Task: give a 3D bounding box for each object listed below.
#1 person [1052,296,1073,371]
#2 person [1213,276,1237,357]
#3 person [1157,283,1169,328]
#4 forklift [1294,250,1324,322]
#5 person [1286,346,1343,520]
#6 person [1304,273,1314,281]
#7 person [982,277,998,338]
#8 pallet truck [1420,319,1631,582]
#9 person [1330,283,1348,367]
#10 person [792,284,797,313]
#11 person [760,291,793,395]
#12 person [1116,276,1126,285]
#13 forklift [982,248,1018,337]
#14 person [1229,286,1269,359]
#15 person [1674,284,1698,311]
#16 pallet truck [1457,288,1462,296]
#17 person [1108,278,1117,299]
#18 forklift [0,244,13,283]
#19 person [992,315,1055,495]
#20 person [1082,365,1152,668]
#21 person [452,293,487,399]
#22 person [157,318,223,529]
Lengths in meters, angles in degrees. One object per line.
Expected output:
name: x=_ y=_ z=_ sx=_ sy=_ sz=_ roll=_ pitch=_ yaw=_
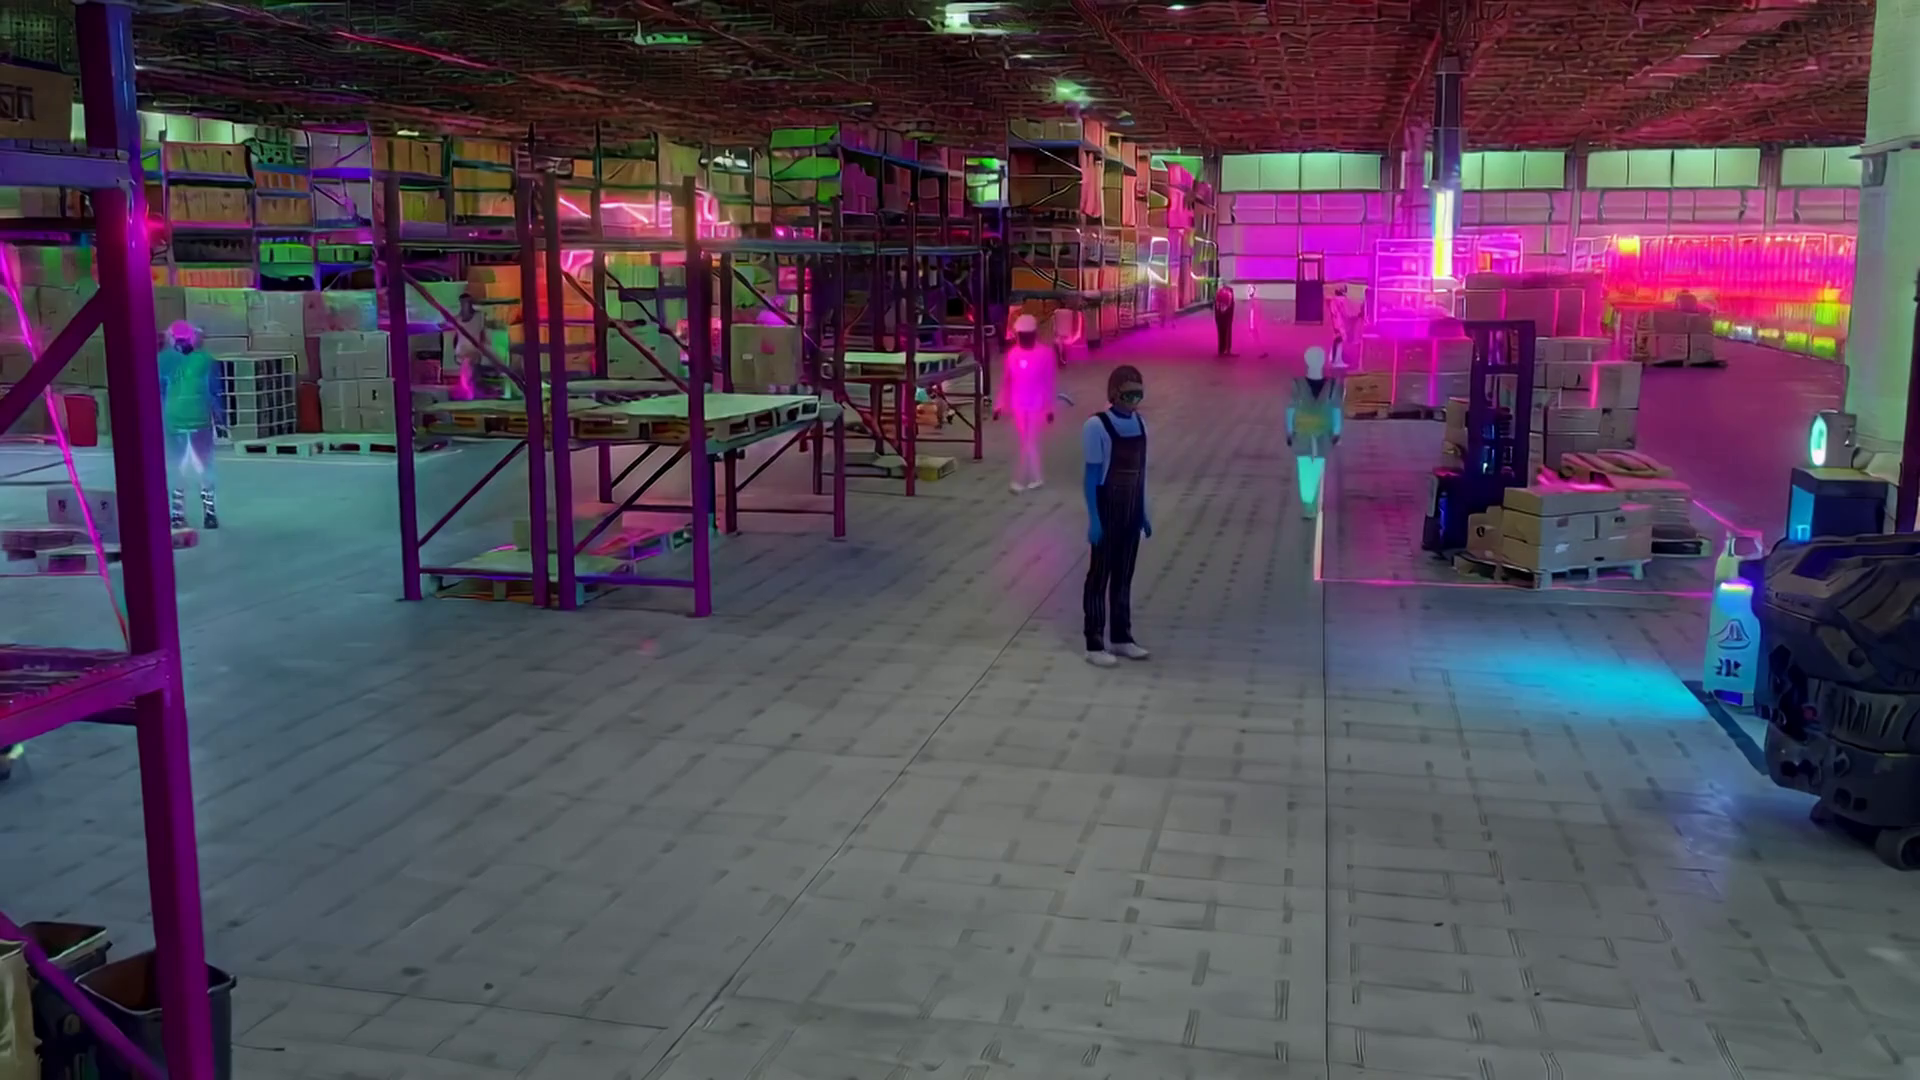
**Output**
person: x=2.284 y=-4.539 z=36.633 sx=0.540 sy=1.682 sz=0.540 roll=-4 pitch=10 yaw=-24
person: x=6.702 y=-5.694 z=42.408 sx=0.538 sy=2.000 sz=0.684 roll=9 pitch=13 yaw=42
person: x=7.303 y=-8.470 z=60.083 sx=0.391 sy=1.612 sz=0.513 roll=0 pitch=10 yaw=-3
forklift: x=13.778 y=-10.002 z=65.433 sx=1.129 sy=2.768 sz=1.873 roll=2 pitch=10 yaw=12
person: x=3.413 y=-1.055 z=16.085 sx=0.530 sy=1.654 sz=0.885 roll=0 pitch=10 yaw=1
person: x=14.638 y=-10.307 z=70.109 sx=0.634 sy=1.916 sz=0.802 roll=6 pitch=11 yaw=32
person: x=0.961 y=-7.347 z=52.581 sx=0.642 sy=1.913 sz=0.408 roll=-5 pitch=11 yaw=-28
pallet truck: x=4.543 y=-0.757 z=13.299 sx=0.823 sy=1.965 sz=1.885 roll=-4 pitch=10 yaw=-22
person: x=8.742 y=-4.948 z=38.292 sx=0.365 sy=1.939 sz=0.542 roll=-4 pitch=10 yaw=-20
person: x=-7.523 y=-11.401 z=76.675 sx=0.567 sy=1.877 sz=1.005 roll=0 pitch=10 yaw=1
person: x=-3.134 y=-3.292 z=28.534 sx=0.651 sy=1.911 sz=0.971 roll=1 pitch=10 yaw=5
person: x=8.617 y=-13.573 z=89.449 sx=0.633 sy=1.906 sz=0.915 roll=0 pitch=10 yaw=-2
forklift: x=1.363 y=-7.757 z=52.142 sx=1.129 sy=2.768 sz=1.873 roll=2 pitch=10 yaw=12
person: x=7.224 y=-5.383 z=41.244 sx=1.036 sy=1.814 sz=0.507 roll=6 pitch=11 yaw=32
person: x=19.728 y=-6.055 z=45.208 sx=0.597 sy=1.817 sz=0.536 roll=2 pitch=10 yaw=9
pallet truck: x=20.506 y=-9.785 z=68.819 sx=0.653 sy=1.274 sz=1.630 roll=2 pitch=10 yaw=12
person: x=7.713 y=-12.651 z=84.313 sx=0.654 sy=1.796 sz=0.933 roll=1 pitch=10 yaw=5
forklift: x=-21.965 y=-5.359 z=37.942 sx=1.873 sy=2.768 sz=1.129 roll=2 pitch=10 yaw=12
person: x=0.648 y=-1.426 z=17.606 sx=0.606 sy=1.883 sz=0.941 roll=8 pitch=13 yaw=41
person: x=0.968 y=-0.149 z=10.166 sx=0.505 sy=1.840 sz=0.346 roll=-8 pitch=13 yaw=-40
person: x=-8.034 y=-3.077 z=27.266 sx=0.589 sy=1.922 sz=0.393 roll=1 pitch=10 yaw=7
person: x=-7.111 y=-1.069 z=15.318 sx=0.632 sy=1.940 sz=0.372 roll=-3 pitch=10 yaw=-17
